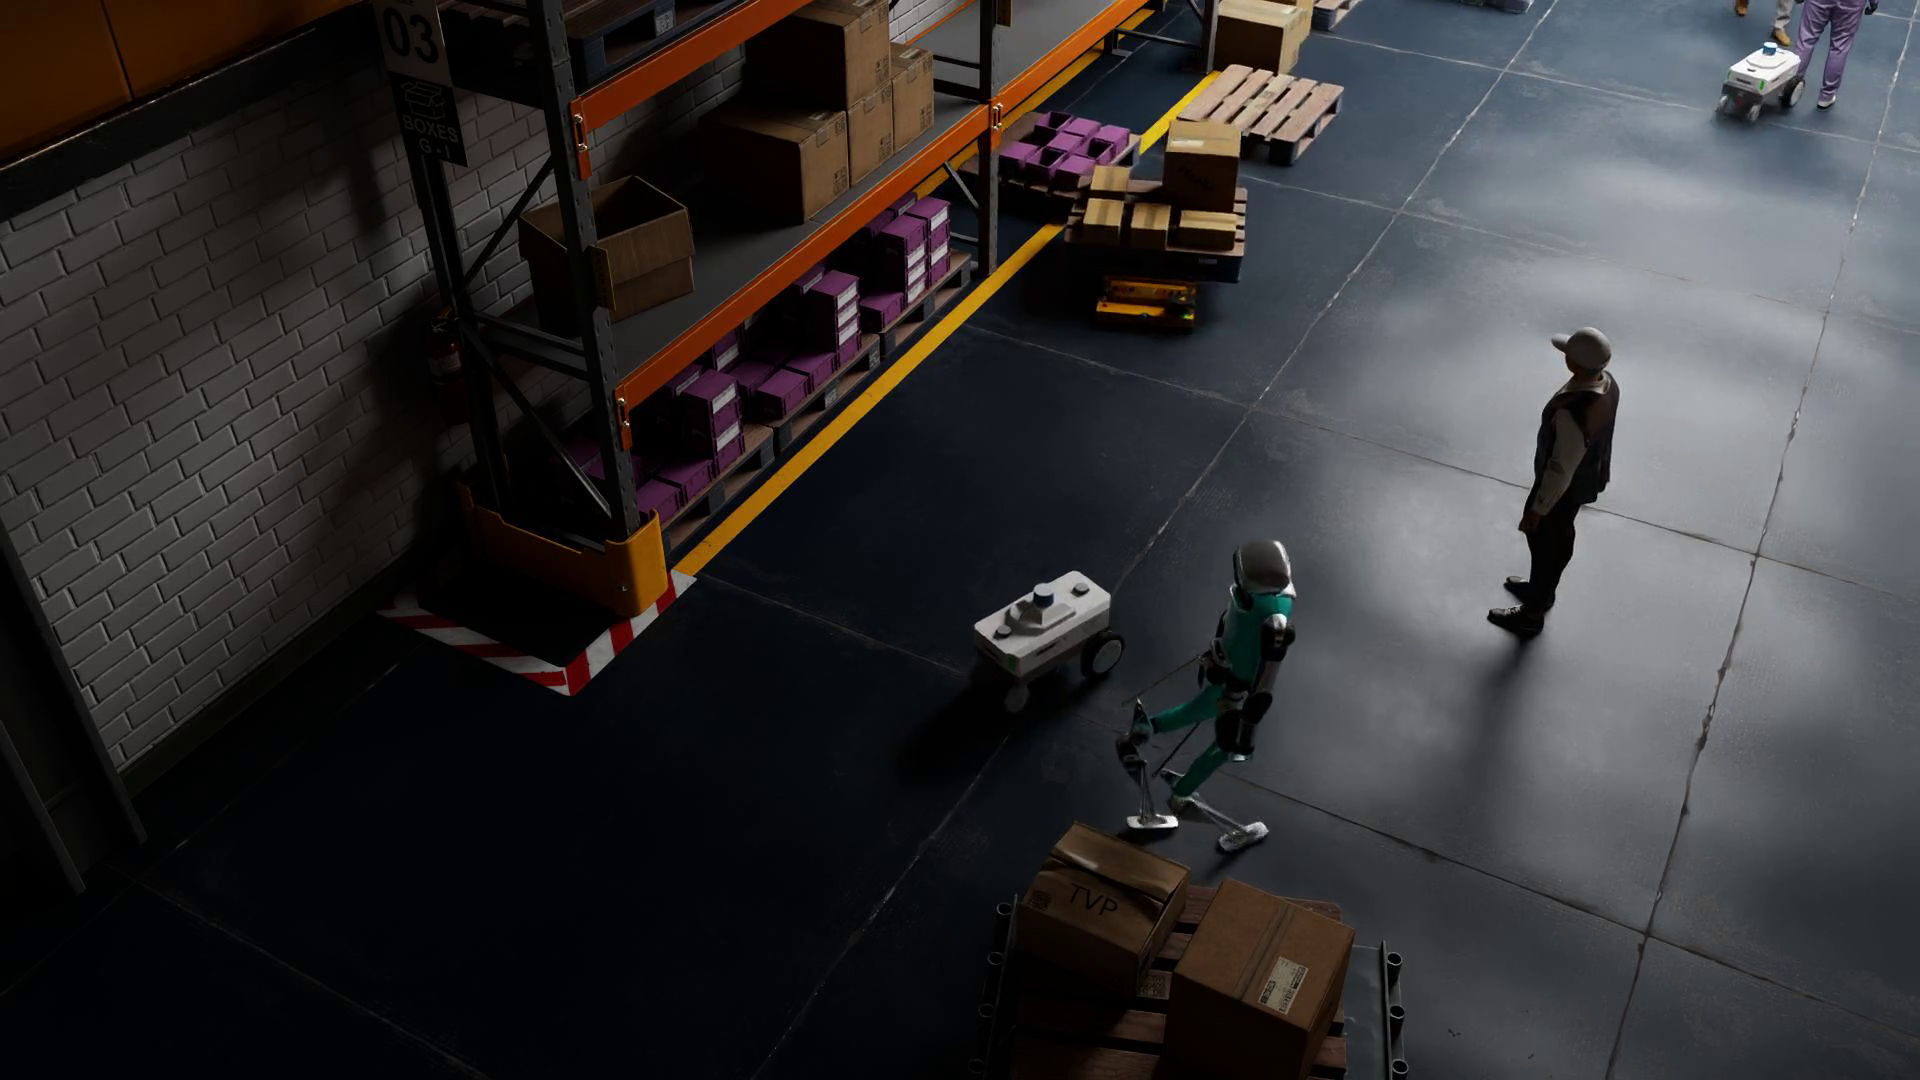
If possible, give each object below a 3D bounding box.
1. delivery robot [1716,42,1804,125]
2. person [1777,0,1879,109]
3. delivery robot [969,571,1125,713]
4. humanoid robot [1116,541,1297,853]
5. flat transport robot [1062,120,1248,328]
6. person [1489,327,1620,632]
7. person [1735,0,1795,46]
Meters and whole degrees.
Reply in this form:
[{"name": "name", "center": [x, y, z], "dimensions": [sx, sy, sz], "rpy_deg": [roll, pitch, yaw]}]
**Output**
[{"name": "delivery robot", "center": [6.633, -3.812, 13.768], "dimensions": [0.809, 0.611, 0.499], "rpy_deg": [-31, 48, -33]}, {"name": "person", "center": [7.128, -4.455, 13.480], "dimensions": [0.650, 1.905, 0.406], "rpy_deg": [14, 41, 17]}, {"name": "delivery robot", "center": [0.426, 0.468, 8.401], "dimensions": [0.782, 0.589, 0.499], "rpy_deg": [-27, 46, -30]}, {"name": "humanoid robot", "center": [0.990, 0.740, 7.137], "dimensions": [0.864, 1.782, 0.571], "rpy_deg": [-4, 39, -6]}, {"name": "flat transport robot", "center": [1.356, -1.943, 11.649], "dimensions": [0.659, 0.231, 1.431], "rpy_deg": [6, 39, 8]}, {"name": "person", "center": [3.026, -0.294, 8.395], "dimensions": [0.443, 1.756, 0.760], "rpy_deg": [23, 44, 26]}, {"name": "person", "center": [7.353, -5.406, 14.696], "dimensions": [0.584, 1.873, 0.778], "rpy_deg": [-2, 39, -2]}]
